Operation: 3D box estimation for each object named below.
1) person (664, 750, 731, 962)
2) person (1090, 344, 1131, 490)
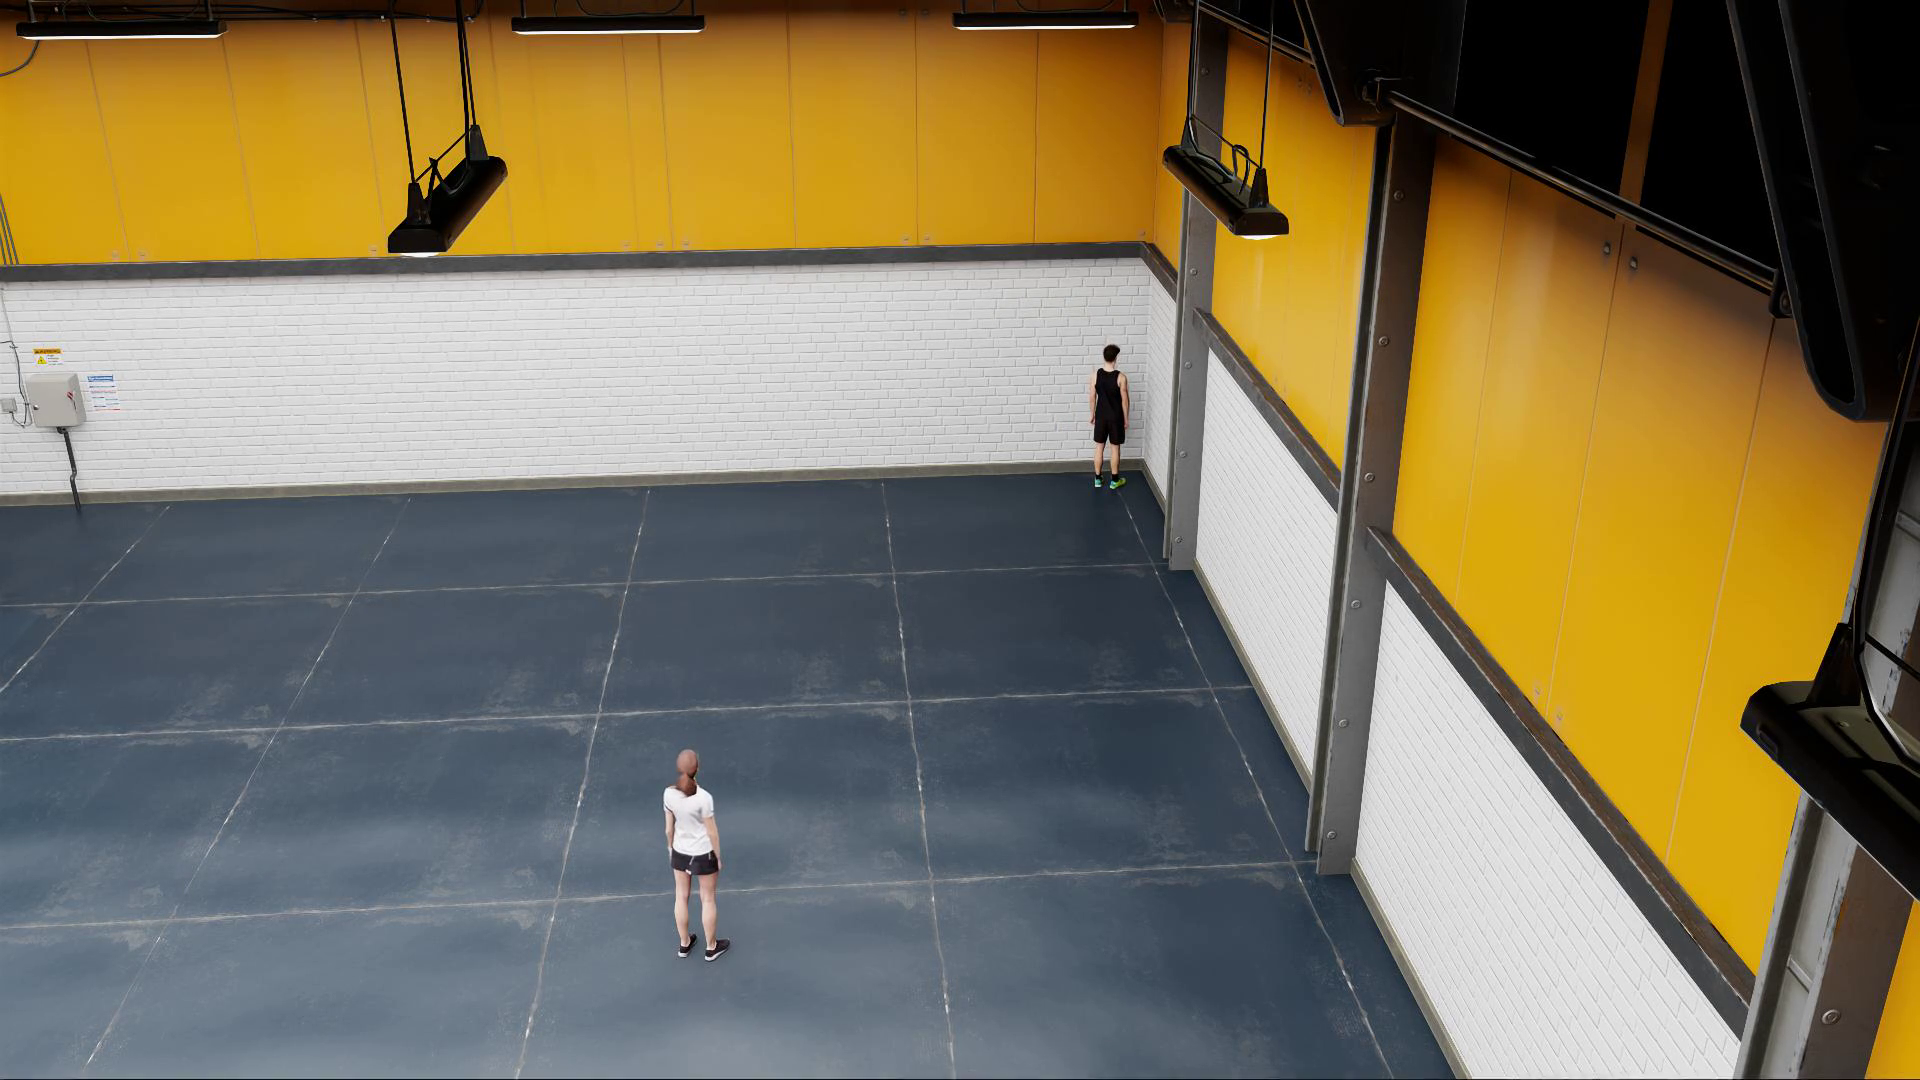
[{"bbox_3d":[-1.979,2.335,12.347,0.637,1.753,0.657,6,24,14],"label":"person"},{"bbox_3d":[1.892,-1.571,21.110,0.760,1.892,0.748,9,25,19],"label":"person"}]
